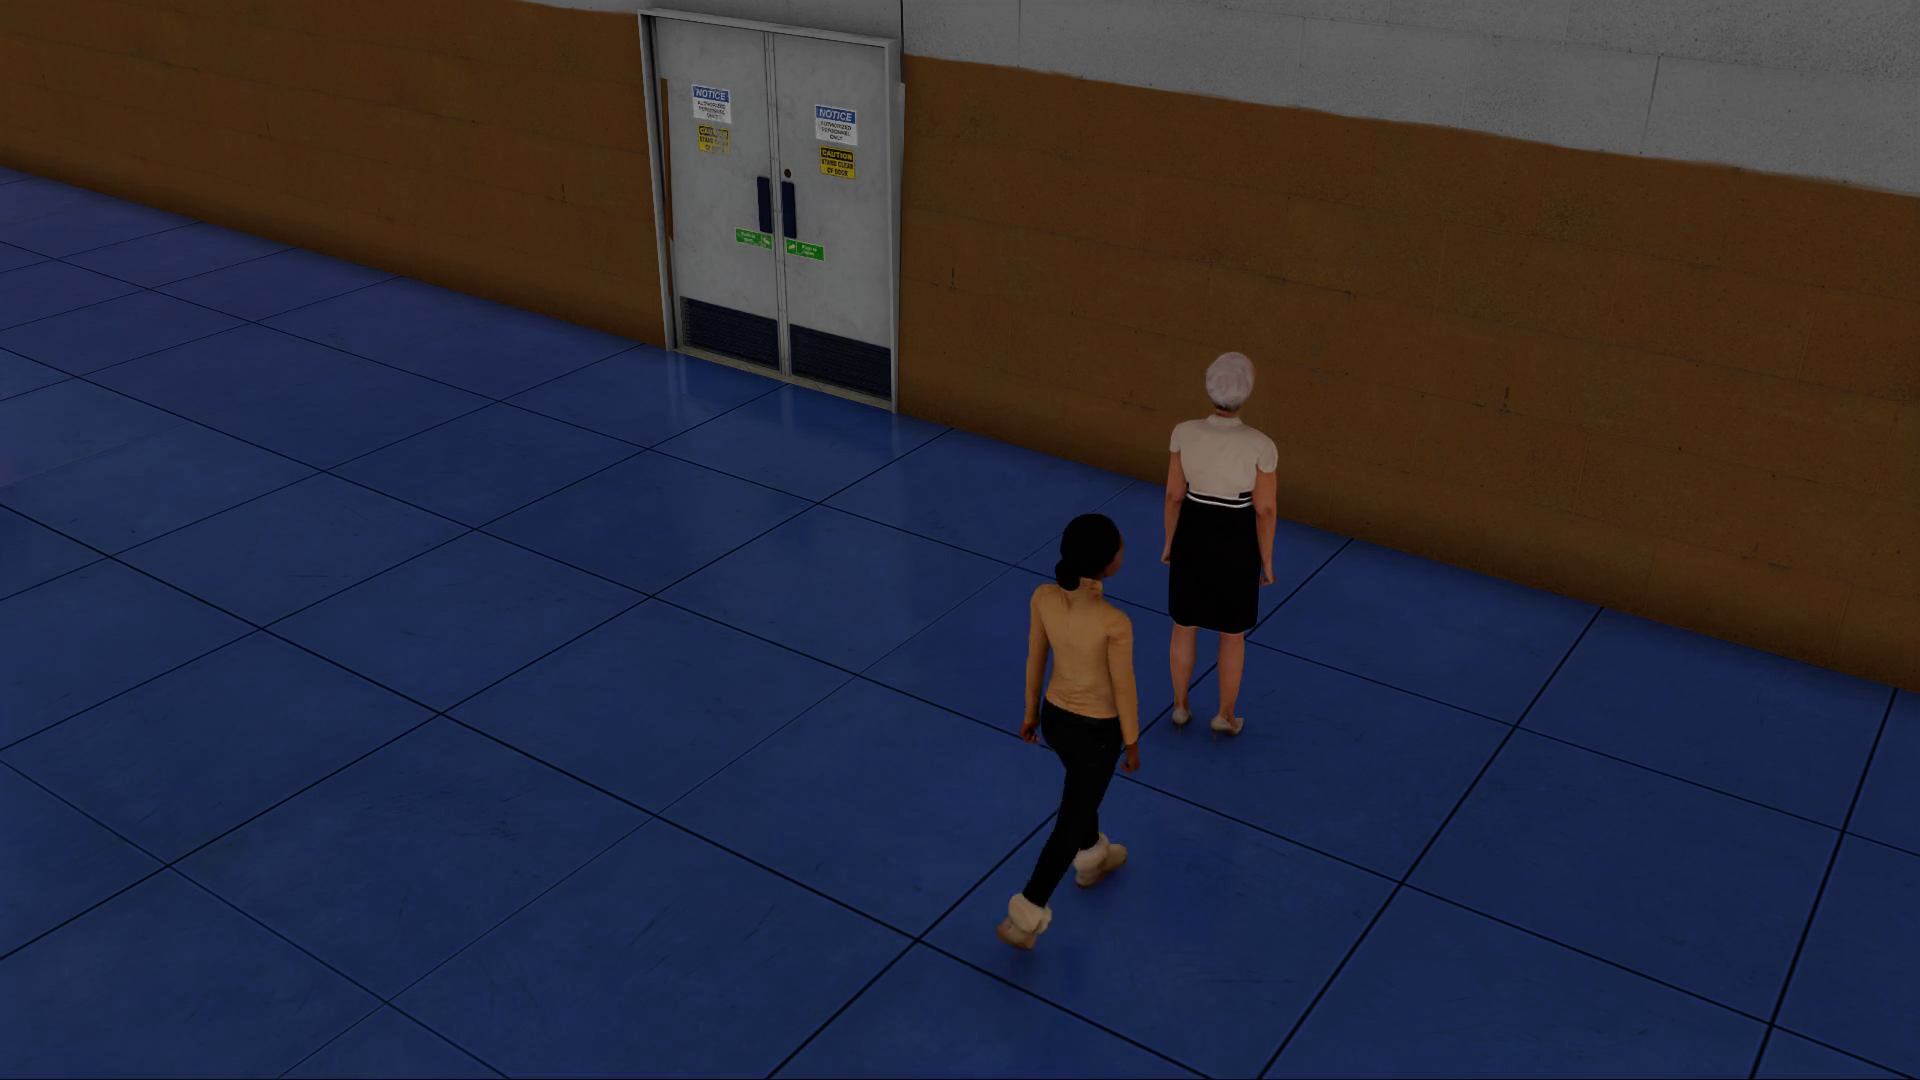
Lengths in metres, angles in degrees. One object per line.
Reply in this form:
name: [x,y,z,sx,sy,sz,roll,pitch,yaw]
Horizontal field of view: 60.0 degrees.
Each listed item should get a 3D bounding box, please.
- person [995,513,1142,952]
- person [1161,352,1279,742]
person: [0.371,0.701,5.821,0.701,1.633,1.098,22,34,36]
person: [1.067,0.057,6.957,0.684,1.753,0.591,11,29,21]
